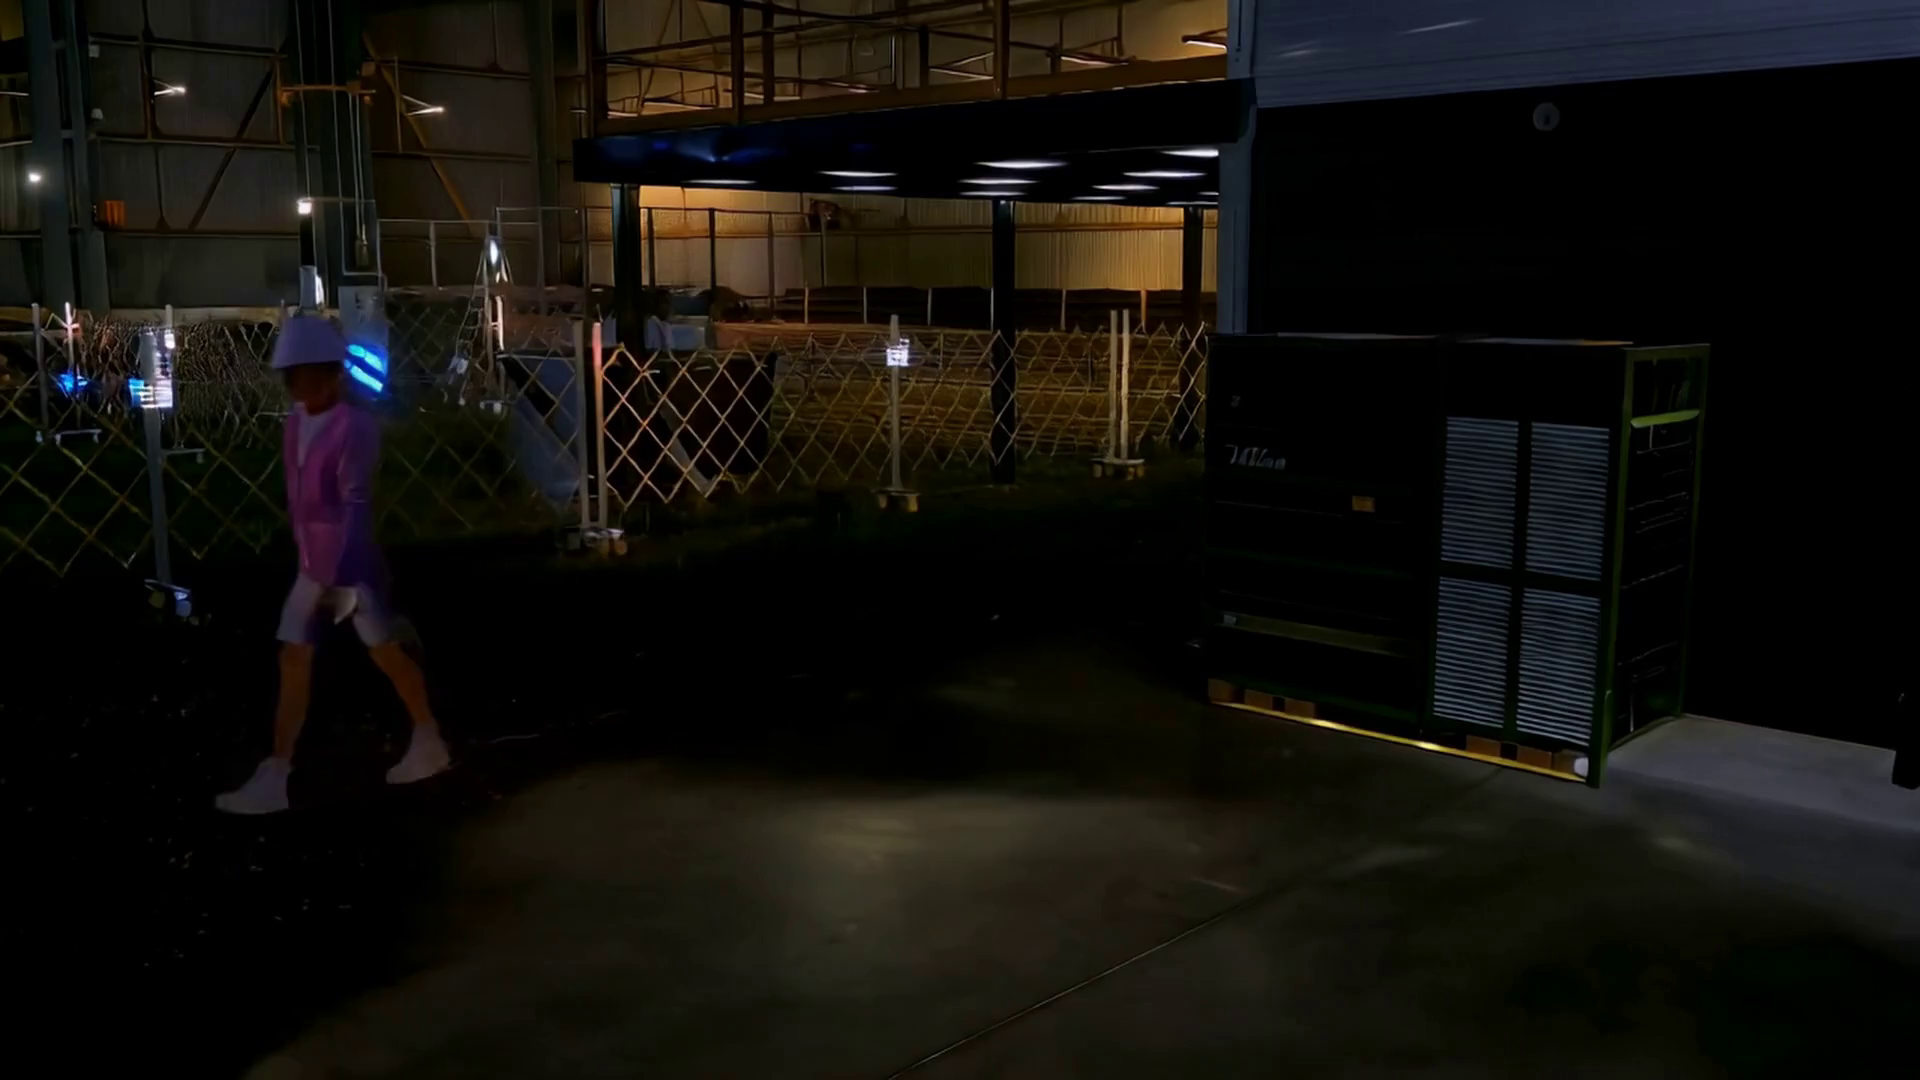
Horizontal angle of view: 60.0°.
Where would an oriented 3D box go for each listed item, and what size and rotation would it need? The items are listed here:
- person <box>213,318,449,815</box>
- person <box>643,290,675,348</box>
[{"bbox_3d":[-2.425,0.091,6.443,0.563,1.891,0.989,6,11,31],"label":"person"},{"bbox_3d":[-3.258,-1.730,17.710,0.841,1.859,0.581,3,10,15],"label":"person"}]
